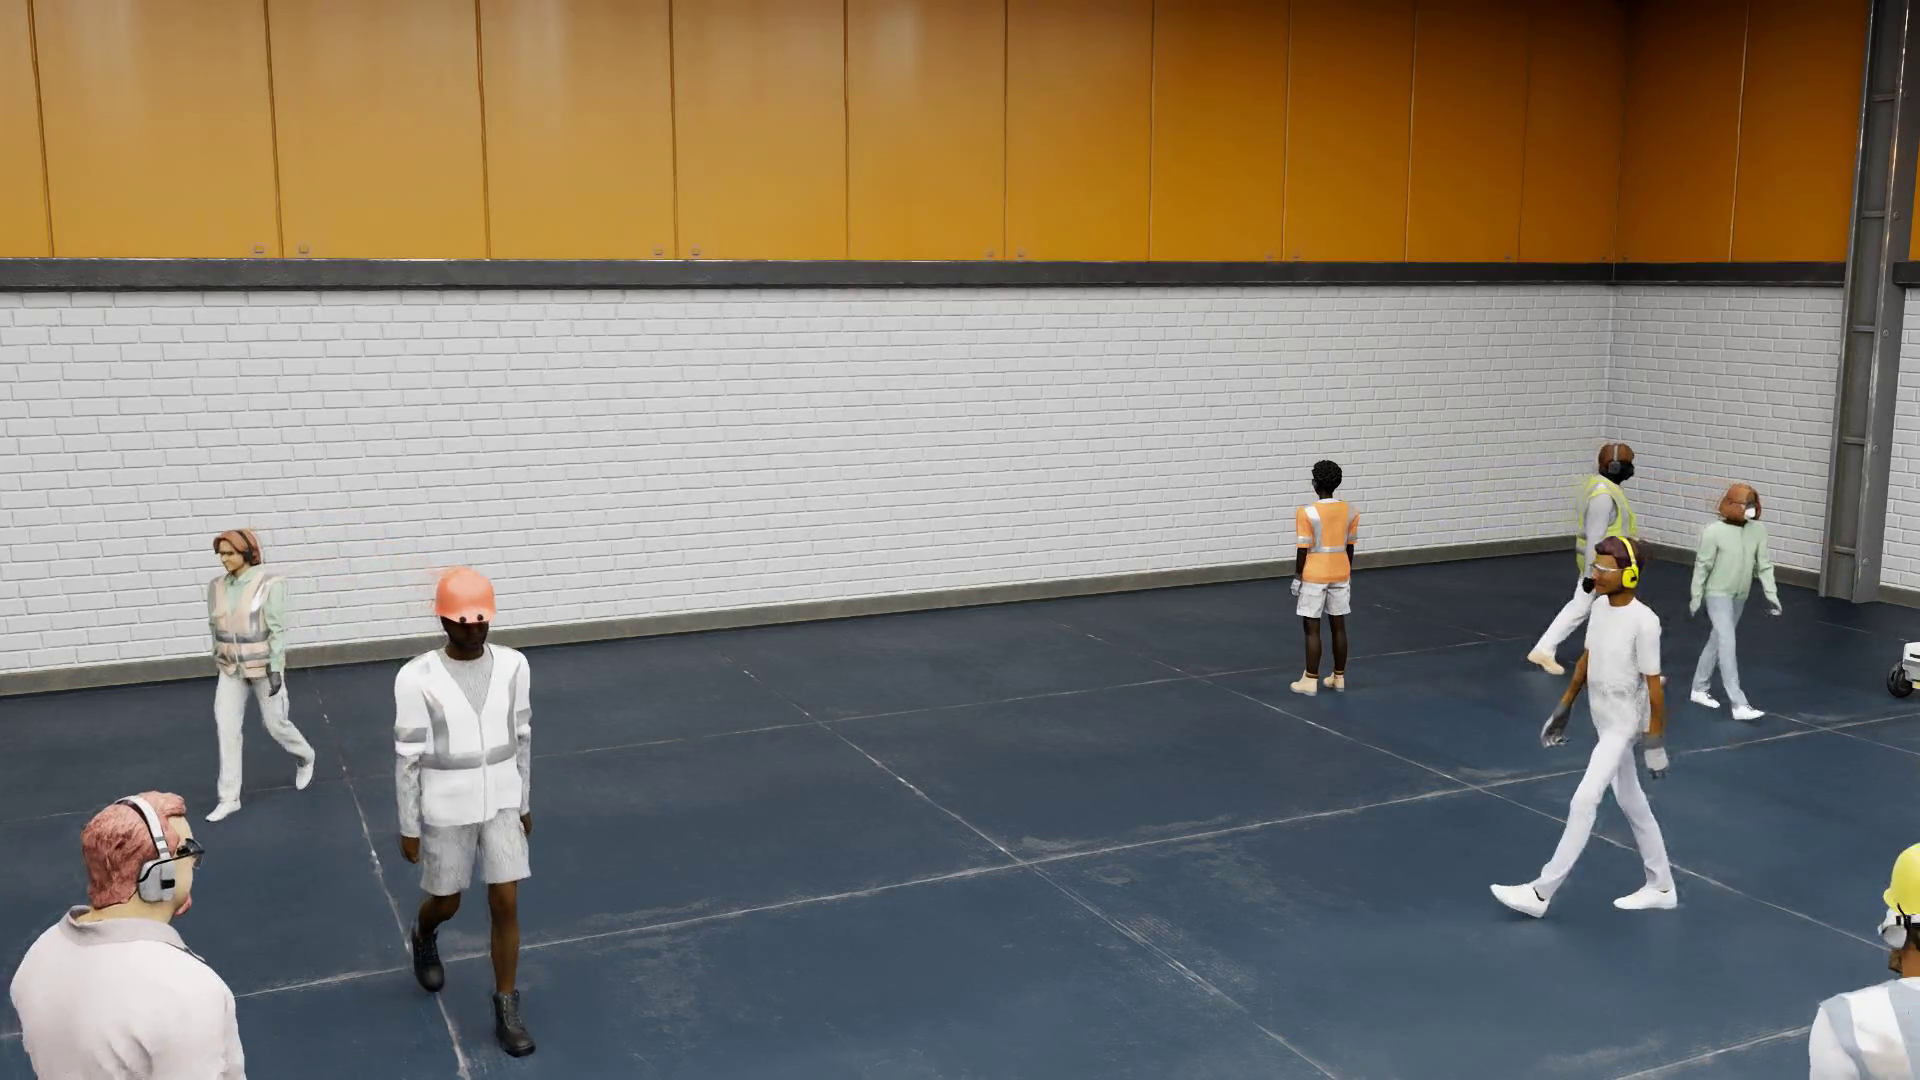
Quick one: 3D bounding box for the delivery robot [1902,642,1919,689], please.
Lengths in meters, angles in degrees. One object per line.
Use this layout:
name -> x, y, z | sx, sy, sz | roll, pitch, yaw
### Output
delivery robot -> 7.023, 0.827, 11.747 | 0.707, 0.478, 0.477 | -4, 10, -25

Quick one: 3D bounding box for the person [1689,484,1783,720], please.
person -> 5.306, 0.418, 11.347 | 0.513, 1.595, 0.820 | -3, 10, -21

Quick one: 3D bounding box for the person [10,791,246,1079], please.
person -> -1.796, 1.497, 3.717 | 0.658, 1.890, 0.458 | 6, 11, 33

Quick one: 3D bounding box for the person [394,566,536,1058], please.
person -> -1.978, 1.028, 6.618 | 0.553, 1.914, 0.829 | -7, 11, -36

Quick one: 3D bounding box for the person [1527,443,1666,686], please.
person -> 4.719, 0.168, 12.303 | 0.960, 1.805, 0.636 | 3, 10, 20

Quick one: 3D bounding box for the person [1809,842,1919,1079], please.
person -> 2.141, 1.560, 3.639 | 0.594, 1.806, 0.774 | 0, 9, 0

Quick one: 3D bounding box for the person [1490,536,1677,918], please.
person -> 2.988, 0.881, 7.797 | 0.977, 1.820, 0.519 | 0, 9, -1

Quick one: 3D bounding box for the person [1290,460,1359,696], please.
person -> 2.608, 0.270, 11.955 | 0.541, 1.696, 0.315 | -4, 10, -25

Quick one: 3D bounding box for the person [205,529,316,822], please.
person -> -3.987, 0.722, 9.423 | 0.518, 1.613, 0.730 | 2, 9, 11
